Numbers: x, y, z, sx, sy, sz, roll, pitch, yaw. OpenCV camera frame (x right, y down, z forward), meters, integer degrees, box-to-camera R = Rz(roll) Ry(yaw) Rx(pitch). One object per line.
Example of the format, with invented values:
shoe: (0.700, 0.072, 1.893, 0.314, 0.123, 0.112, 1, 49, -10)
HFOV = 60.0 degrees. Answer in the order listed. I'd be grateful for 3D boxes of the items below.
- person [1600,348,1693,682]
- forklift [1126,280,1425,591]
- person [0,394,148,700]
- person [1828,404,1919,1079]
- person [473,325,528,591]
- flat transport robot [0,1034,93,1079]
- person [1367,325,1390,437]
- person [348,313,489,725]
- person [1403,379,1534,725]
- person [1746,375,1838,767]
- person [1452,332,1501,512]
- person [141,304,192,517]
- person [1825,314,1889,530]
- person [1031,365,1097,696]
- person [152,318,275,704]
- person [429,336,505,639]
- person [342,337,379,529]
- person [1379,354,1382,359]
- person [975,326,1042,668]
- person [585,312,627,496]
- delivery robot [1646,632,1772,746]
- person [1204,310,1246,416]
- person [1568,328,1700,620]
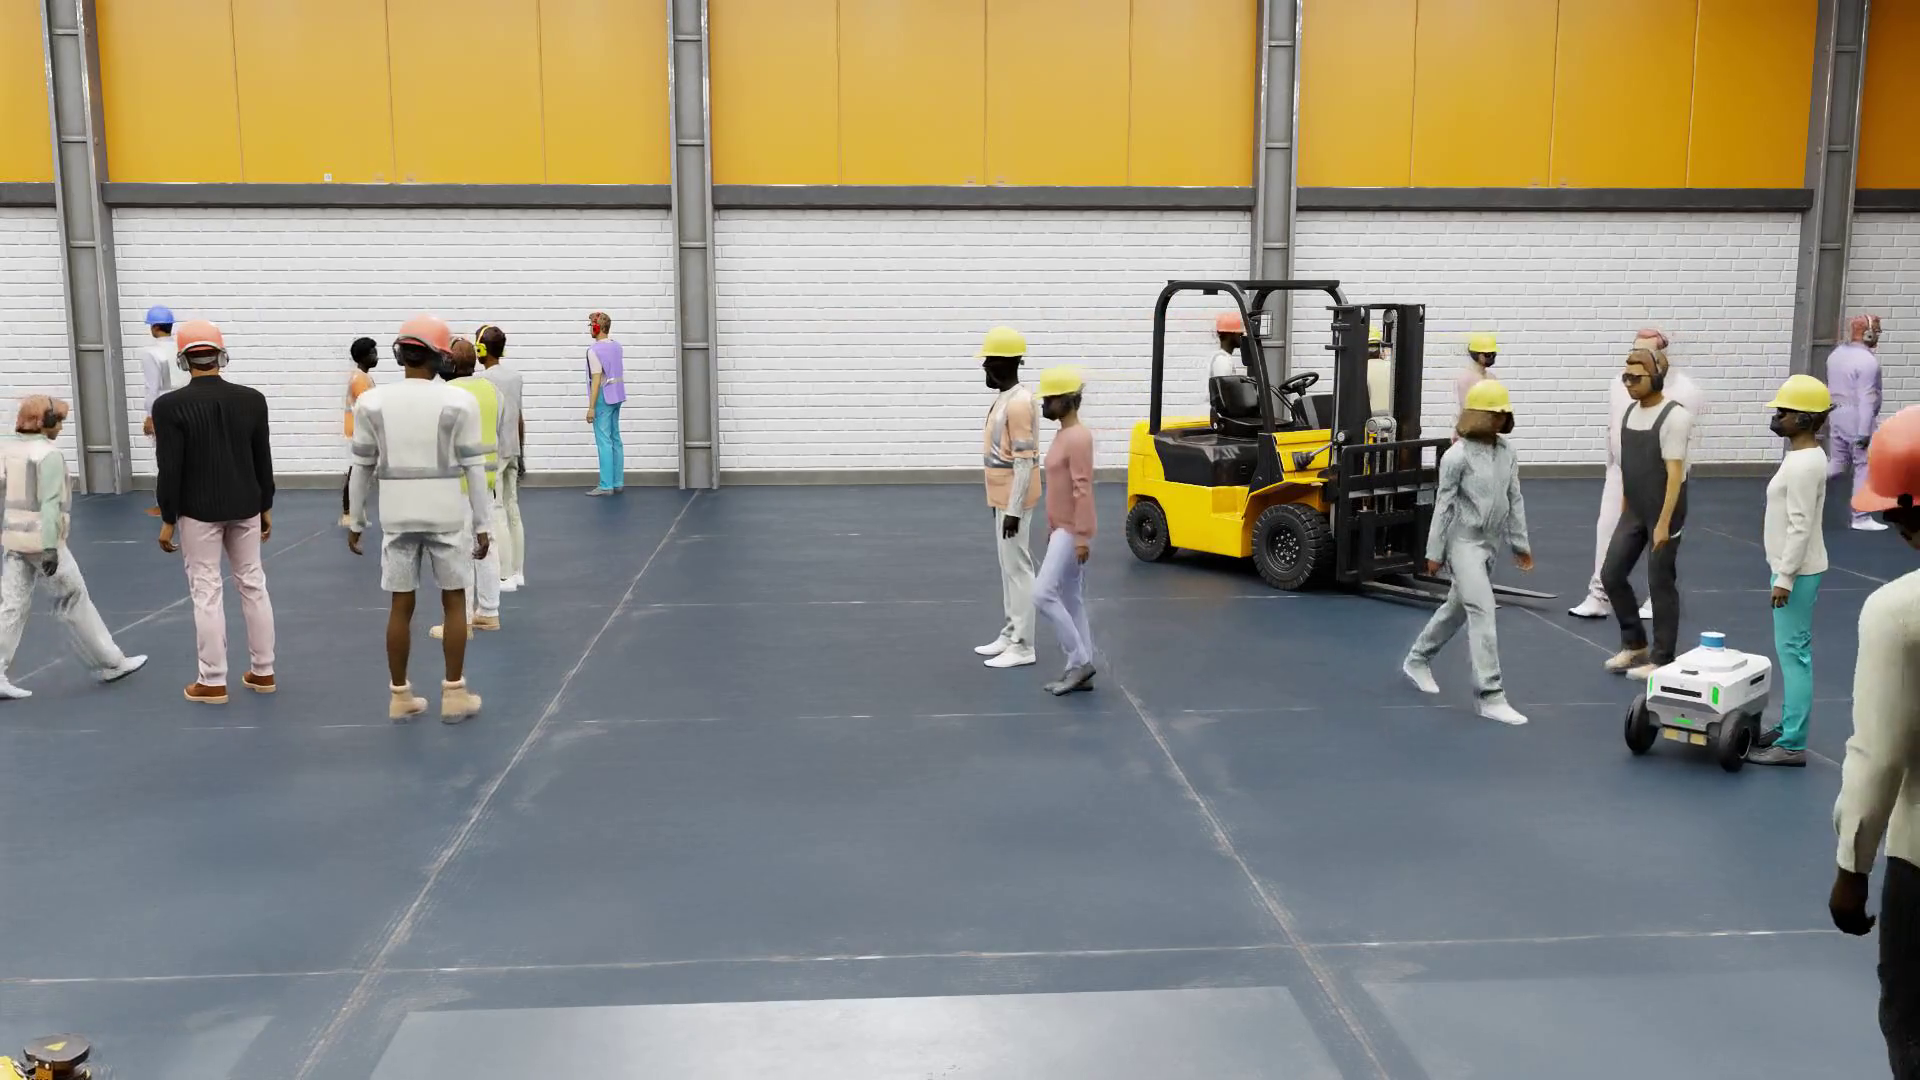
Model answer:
person: (3.735, -0.128, 9.039, 0.459, 1.824, 0.549, -3, 10, -20)
forklift: (2.301, -0.860, 12.475, 1.214, 2.155, 2.313, -6, 11, -35)
person: (-4.819, 0.029, 8.776, 0.561, 1.584, 0.864, 6, 11, 35)
person: (2.287, 0.677, 3.620, 0.789, 1.942, 0.461, -1, 9, -7)
person: (-3.298, -0.559, 11.684, 0.500, 1.862, 0.551, 4, 10, 25)
flat transport robot: (-2.709, 1.488, 3.746, 1.431, 0.197, 0.652, -6, 11, -36)
person: (3.263, -0.811, 13.333, 0.586, 1.824, 0.403, -5, 10, -27)
person: (-2.686, -0.100, 8.216, 0.724, 2.028, 0.428, 0, 9, -3)
person: (2.576, 0.022, 8.486, 0.488, 1.703, 0.887, -7, 11, -36)
person: (3.757, 0.139, 7.535, 0.305, 1.772, 0.527, 5, 10, 27)
person: (4.281, -0.843, 13.761, 0.530, 1.750, 0.391, -6, 11, -35)
person: (-7.250, -1.182, 15.274, 0.398, 1.947, 0.609, 3, 10, 19)
person: (7.683, -1.014, 14.424, 0.735, 1.881, 0.652, 0, 9, -3)
person: (0.550, -0.040, 8.716, 0.413, 1.747, 0.534, -1, 9, -7)
person: (-3.873, -0.149, 8.650, 0.392, 1.991, 0.613, 7, 12, 39)
person: (-3.052, -0.318, 10.176, 0.429, 1.846, 0.627, 4, 10, 22)
person: (-5.087, -0.925, 14.521, 0.735, 1.667, 0.540, -2, 9, -12)
person: (3.860, -1.156, 16.189, 0.812, 1.591, 0.518, 1, 9, 8)
person: (0.271, -0.240, 9.417, 0.375, 1.929, 0.585, -1, 9, -5)
person: (-3.555, -1.358, 16.692, 0.385, 1.845, 0.569, 2, 9, 15)
delivery robot: (3.476, 0.670, 7.705, 0.477, 0.478, 0.707, 9, 13, 44)
person: (2.191, -0.984, 14.133, 0.534, 1.924, 0.549, 1, 9, 9)
person: (4.268, -0.393, 10.535, 0.877, 1.869, 0.677, -6, 11, -33)
